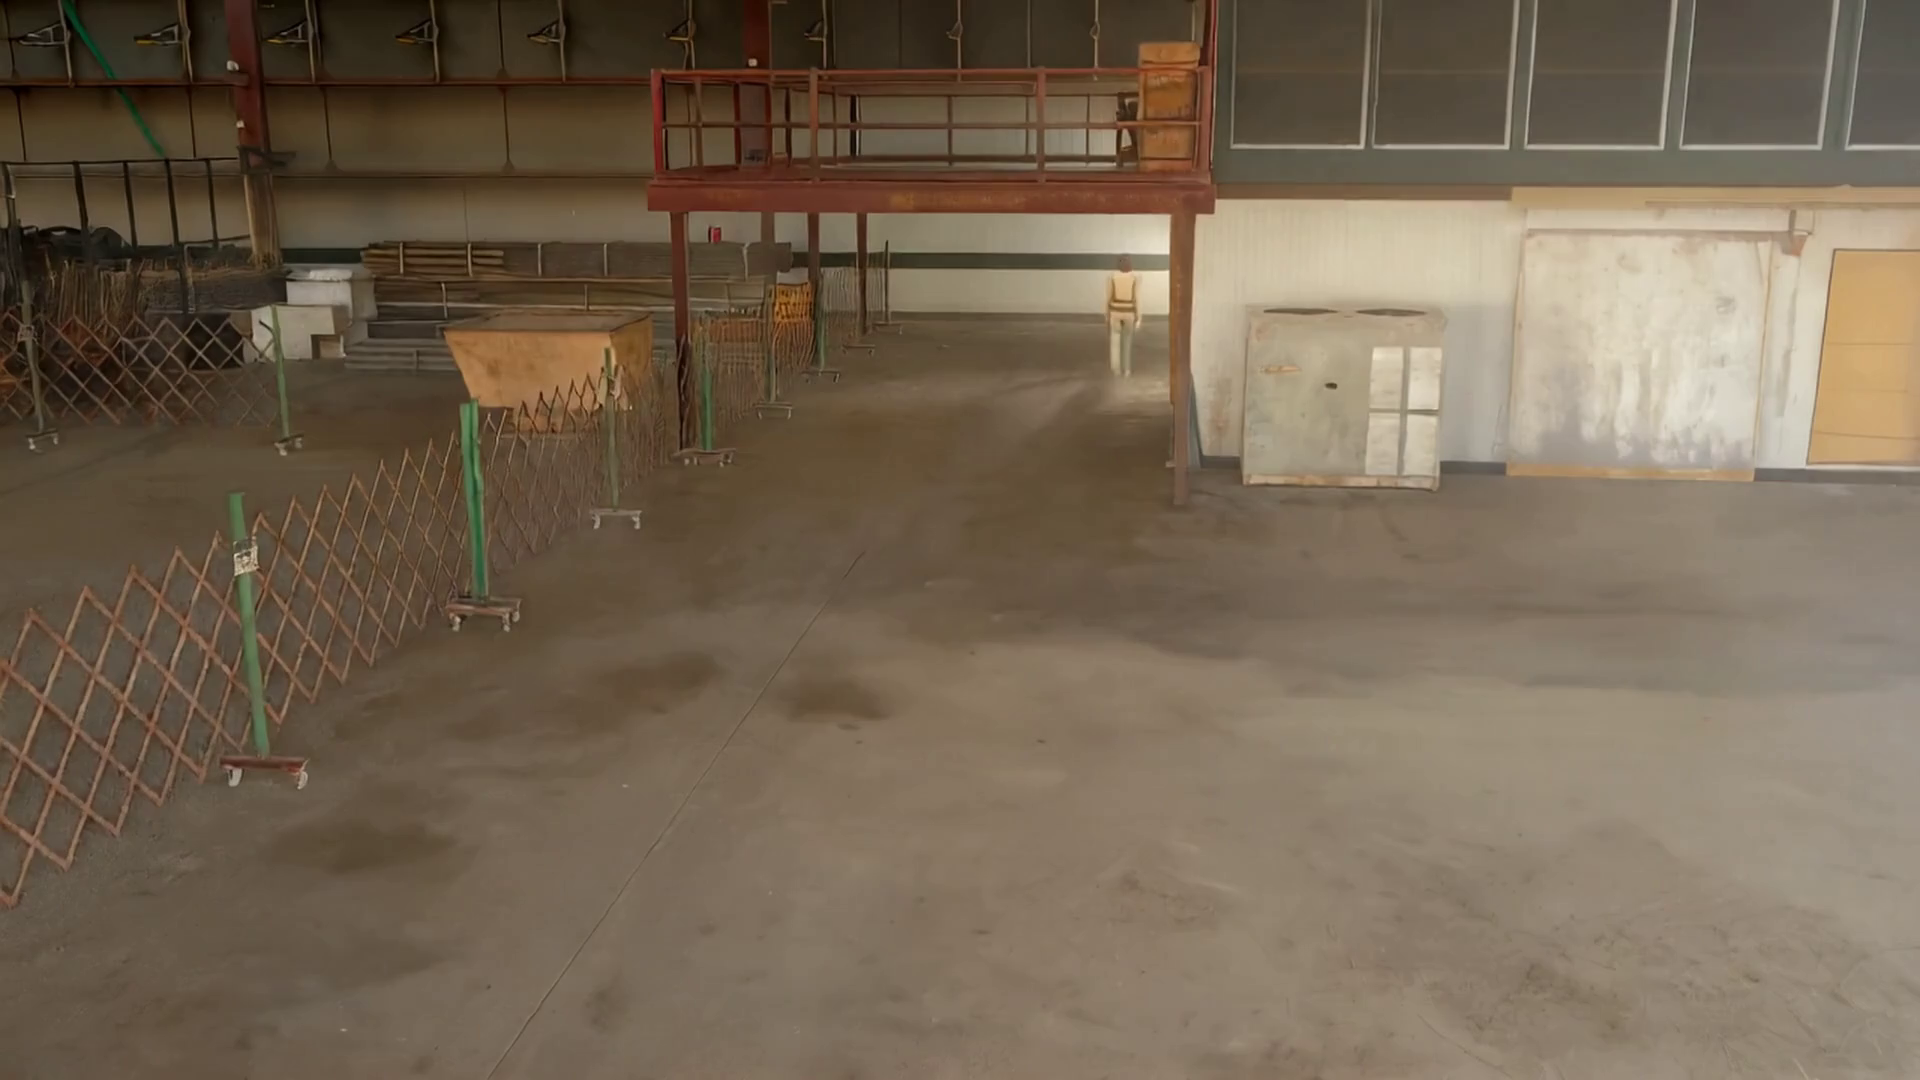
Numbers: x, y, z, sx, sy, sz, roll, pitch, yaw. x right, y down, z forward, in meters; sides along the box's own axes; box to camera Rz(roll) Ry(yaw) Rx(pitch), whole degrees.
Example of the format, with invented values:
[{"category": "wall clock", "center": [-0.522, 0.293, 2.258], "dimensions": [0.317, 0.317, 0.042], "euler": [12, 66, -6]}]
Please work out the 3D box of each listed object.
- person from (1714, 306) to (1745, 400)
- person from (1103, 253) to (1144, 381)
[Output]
[{"category": "person", "center": [9.066, -2.191, 19.823], "dimensions": [0.680, 1.897, 0.396], "euler": [-4, 14, -16]}, {"category": "person", "center": [2.373, -3.252, 24.267], "dimensions": [0.593, 1.844, 0.982], "euler": [2, 14, 10]}]
